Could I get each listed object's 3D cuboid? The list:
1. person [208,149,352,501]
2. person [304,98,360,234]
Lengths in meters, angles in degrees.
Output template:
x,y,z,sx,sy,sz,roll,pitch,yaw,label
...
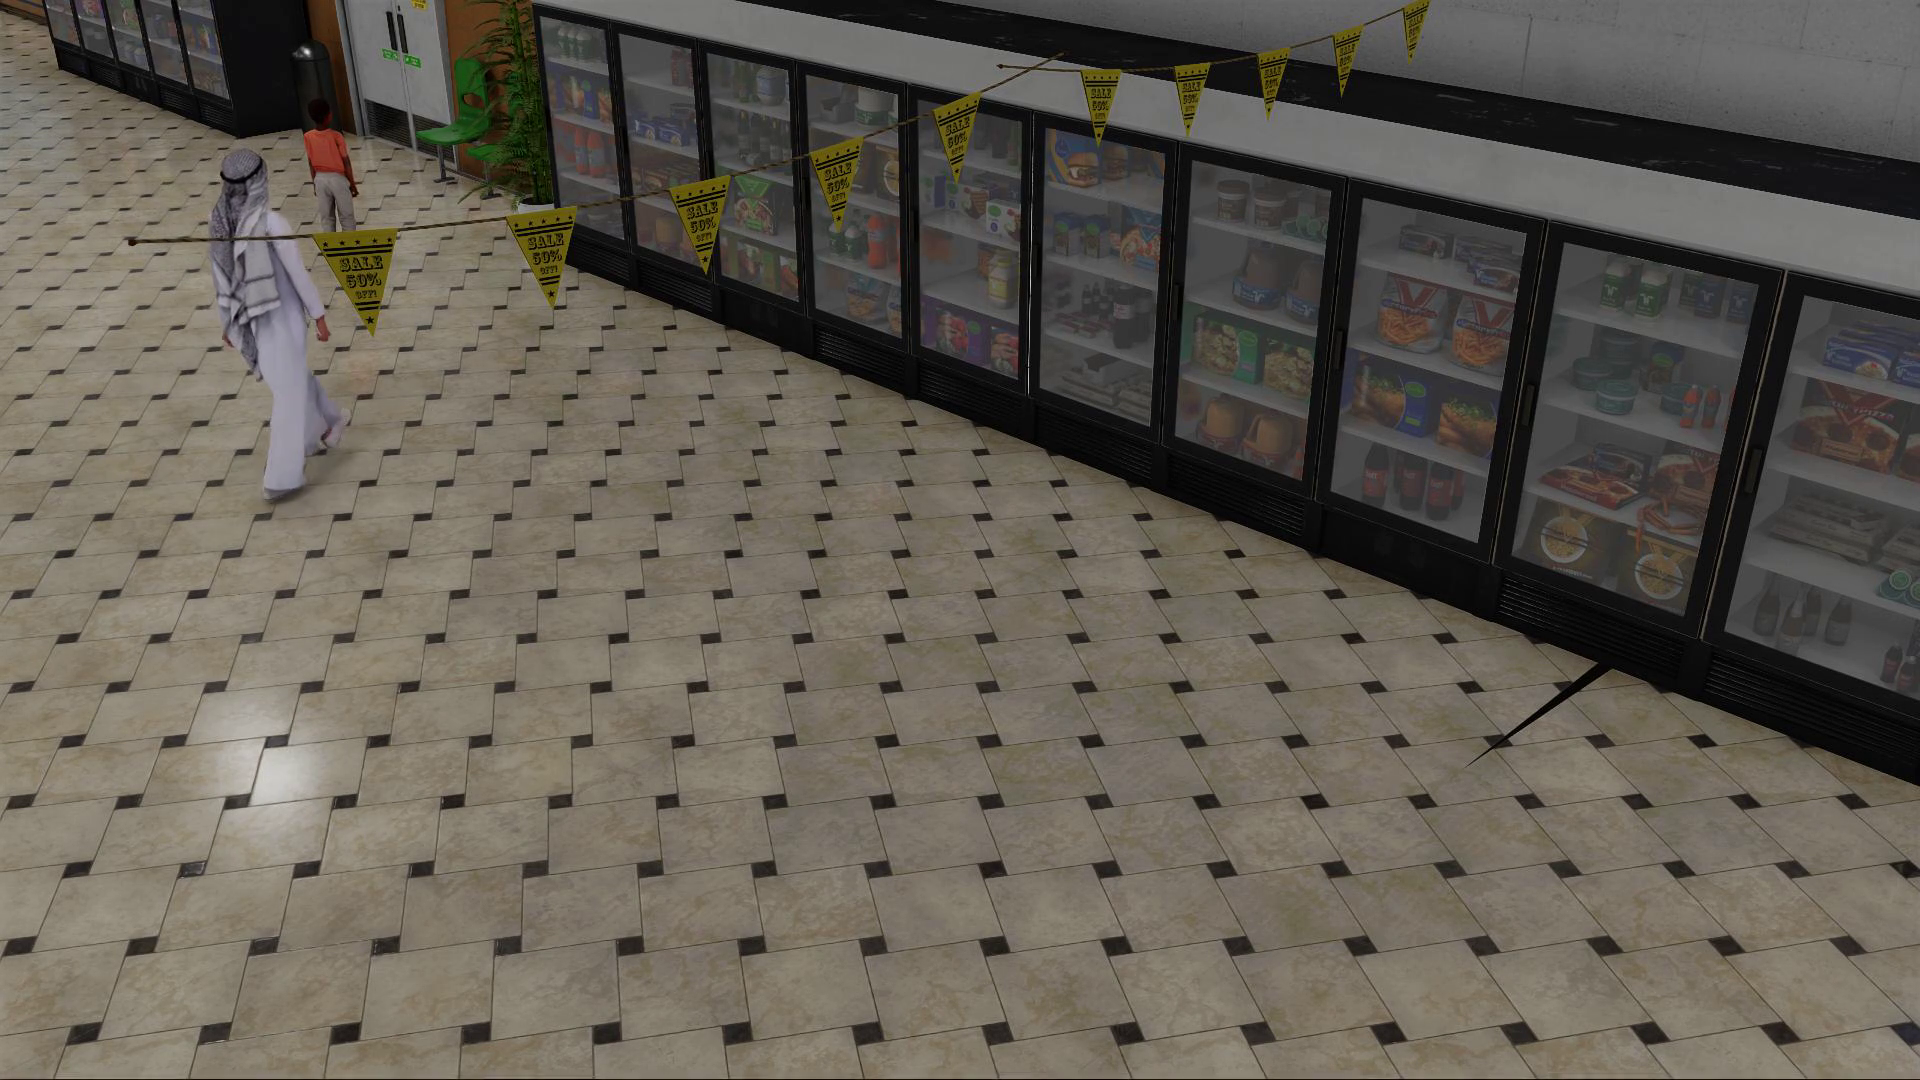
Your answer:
x,y,z,sx,sy,sz,roll,pitch,yaw,label
-3.822,-1.132,9.082,1.015,1.887,1.278,9,28,17,person
-4.902,-2.789,12.987,0.568,1.311,0.622,1,27,2,person
